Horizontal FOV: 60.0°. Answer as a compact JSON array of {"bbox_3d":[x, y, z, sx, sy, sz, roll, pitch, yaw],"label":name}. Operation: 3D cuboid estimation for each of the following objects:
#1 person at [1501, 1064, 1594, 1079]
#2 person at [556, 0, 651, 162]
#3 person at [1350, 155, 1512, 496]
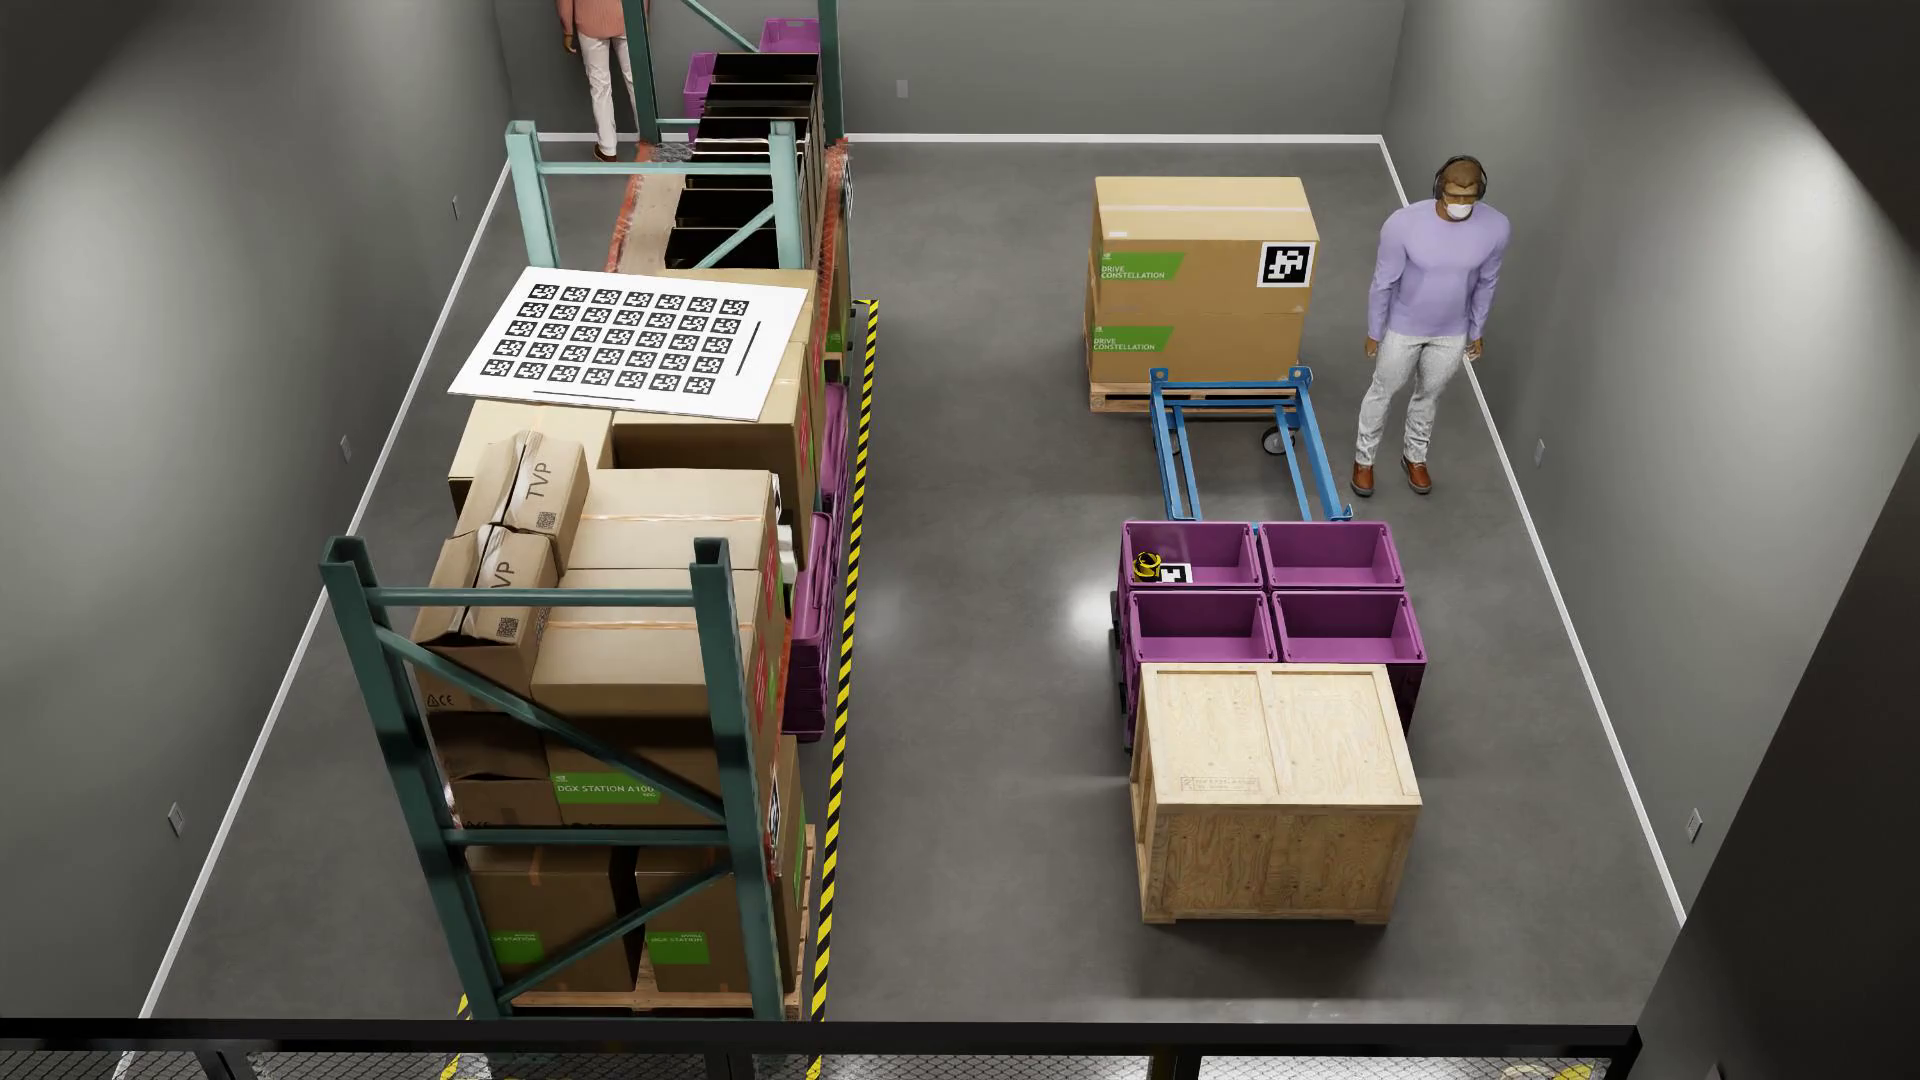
[{"bbox_3d":[1.624,2.067,4.835,0.403,1.830,0.600,5,41,6],"label":"person"},{"bbox_3d":[-2.340,-3.423,10.975,0.610,1.996,0.379,-16,44,-17],"label":"person"},{"bbox_3d":[2.334,-1.058,8.321,0.629,1.939,0.371,0,41,0],"label":"person"}]
